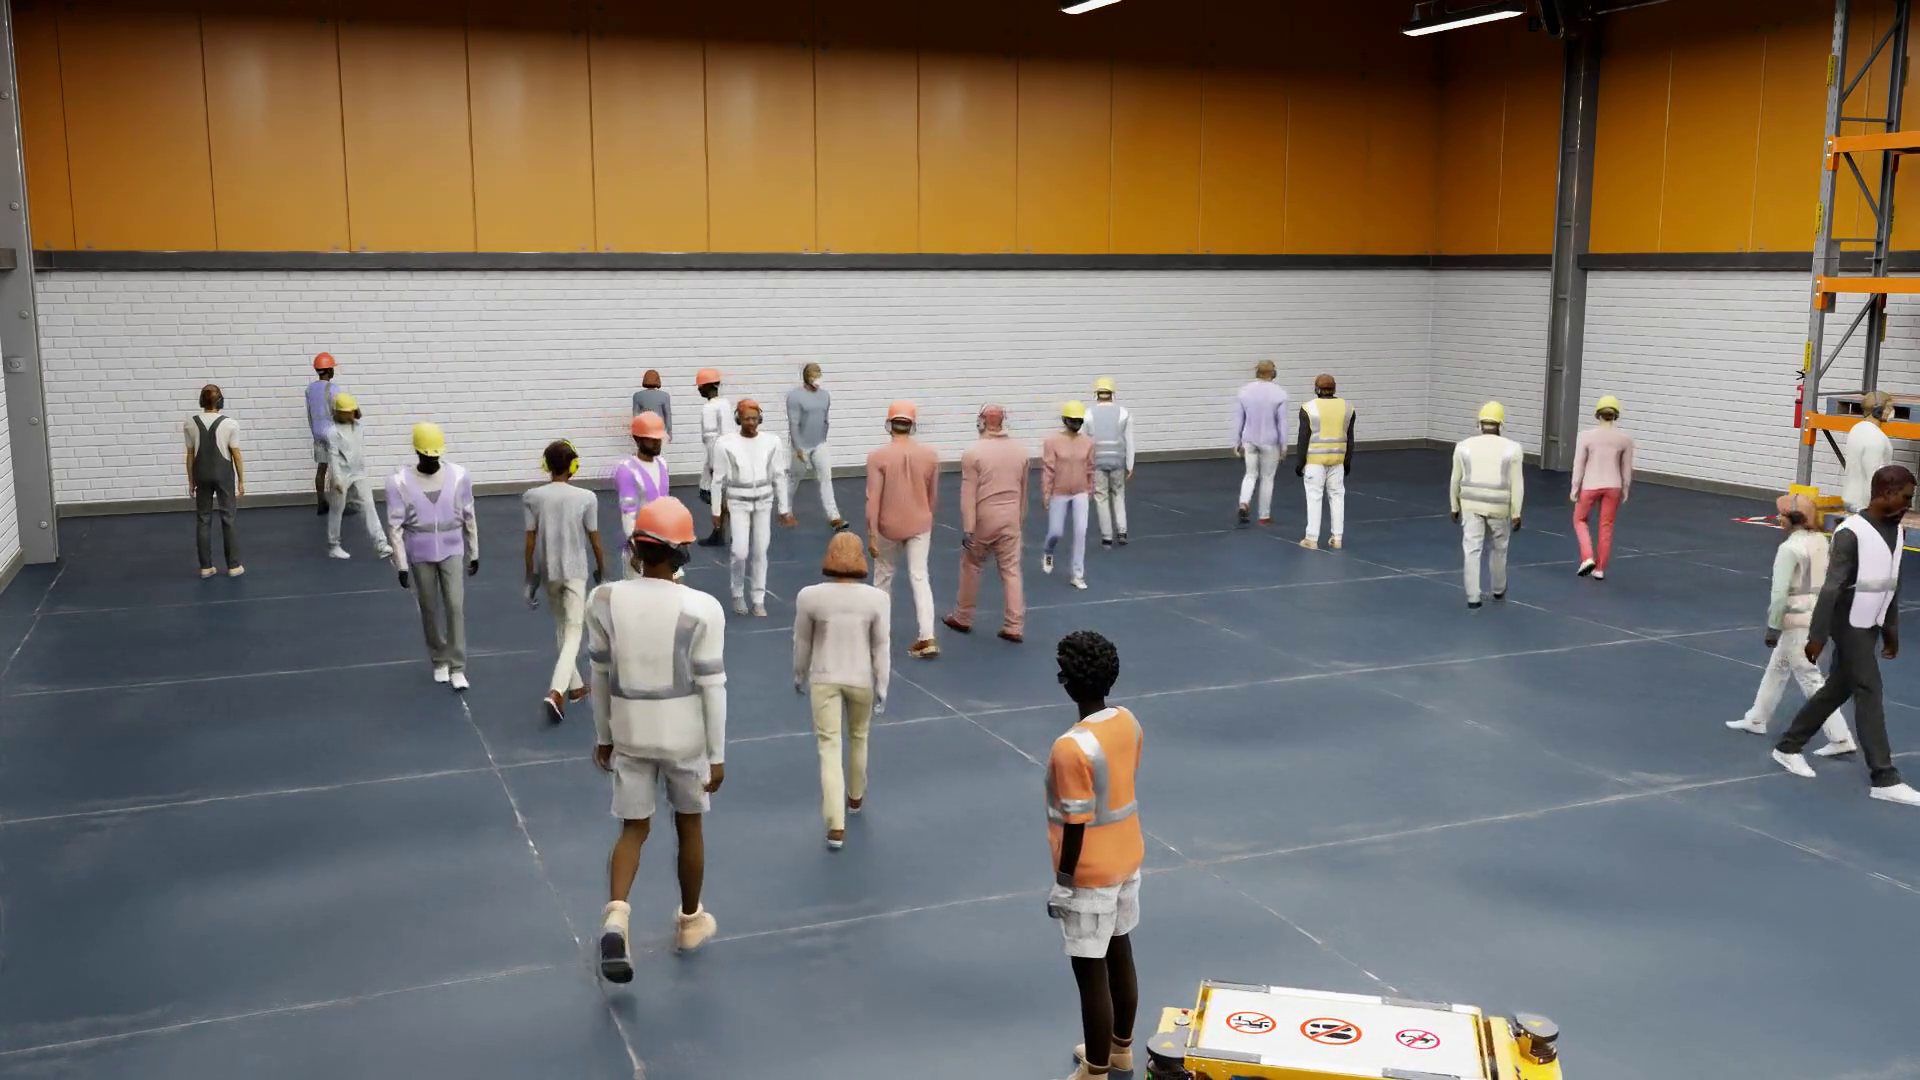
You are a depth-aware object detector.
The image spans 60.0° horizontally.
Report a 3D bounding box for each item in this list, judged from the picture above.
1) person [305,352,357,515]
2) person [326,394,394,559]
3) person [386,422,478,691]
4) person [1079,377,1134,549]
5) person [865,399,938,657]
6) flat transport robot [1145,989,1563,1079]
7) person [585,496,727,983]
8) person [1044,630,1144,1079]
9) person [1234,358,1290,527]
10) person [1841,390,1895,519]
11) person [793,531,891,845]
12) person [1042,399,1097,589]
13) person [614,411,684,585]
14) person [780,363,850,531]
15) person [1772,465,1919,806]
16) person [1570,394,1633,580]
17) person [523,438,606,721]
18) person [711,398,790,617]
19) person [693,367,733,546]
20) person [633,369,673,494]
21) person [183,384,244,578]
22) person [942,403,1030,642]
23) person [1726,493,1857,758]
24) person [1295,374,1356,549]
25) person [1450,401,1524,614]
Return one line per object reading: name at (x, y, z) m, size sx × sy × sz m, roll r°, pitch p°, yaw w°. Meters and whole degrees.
person at (-7.470, -1.247, 19.698) m, size 0.545 × 1.942 × 0.351 m, roll 5°, pitch 11°, yaw 27°
person at (-6.070, -0.618, 16.630) m, size 0.917 × 1.683 × 0.501 m, roll 5°, pitch 11°, yaw 27°
person at (-3.647, 0.117, 11.578) m, size 0.604 × 1.883 × 0.796 m, roll -4°, pitch 10°, yaw -22°
person at (1.527, -0.817, 17.518) m, size 0.590 × 1.795 × 0.562 m, roll 0°, pitch 9°, yaw -2°
person at (-0.436, -0.092, 12.727) m, size 0.614 × 1.952 × 0.986 m, roll -3°, pitch 10°, yaw -20°
flat transport robot at (1.412, 1.854, 5.960) m, size 1.431 × 0.197 × 0.652 m, roll 2°, pitch 10°, yaw 13°
person at (-1.270, 0.825, 6.919) m, size 0.622 × 2.019 × 0.797 m, roll 1°, pitch 9°, yaw 8°
person at (0.471, 1.154, 5.880) m, size 0.322 × 1.699 × 0.536 m, roll 5°, pitch 11°, yaw 29°
person at (3.384, -1.080, 18.746) m, size 0.650 × 1.923 × 0.579 m, roll 6°, pitch 11°, yaw 32°
person at (7.556, -0.282, 13.858) m, size 0.372 × 1.940 × 0.631 m, roll 2°, pitch 10°, yaw 12°
person at (-0.613, 0.743, 8.700) m, size 0.500 × 1.588 × 0.858 m, roll -1°, pitch 9°, yaw -9°
person at (0.994, -0.444, 15.412) m, size 0.535 × 1.744 × 0.624 m, roll -2°, pitch 10°, yaw -12°
person at (-2.180, 0.025, 12.096) m, size 0.848 × 1.902 × 0.565 m, roll 5°, pitch 11°, yaw 30°
person at (-1.676, -1.045, 18.682) m, size 0.635 × 1.885 × 1.071 m, roll -8°, pitch 13°, yaw -42°
person at (5.068, 0.498, 9.413) m, size 0.665 × 1.862 × 0.944 m, roll -7°, pitch 12°, yaw -36°
person at (6.032, -0.491, 15.660) m, size 0.556 × 1.752 × 0.357 m, roll 1°, pitch 9°, yaw 6°
person at (-2.619, 0.246, 10.992) m, size 0.528 × 1.837 × 0.918 m, roll 1°, pitch 9°, yaw 5°
person at (-1.763, -0.265, 13.977) m, size 0.616 × 1.866 × 0.413 m, roll -4°, pitch 10°, yaw -21°
person at (-2.506, -0.855, 17.413) m, size 0.581 × 1.914 × 0.543 m, roll 3°, pitch 10°, yaw 18°
person at (-3.958, -1.383, 21.456) m, size 0.507 × 1.630 × 0.268 m, roll 0°, pitch 9°, yaw 3°
person at (-7.078, -0.556, 15.822) m, size 0.505 × 1.842 × 0.346 m, roll -2°, pitch 10°, yaw -10°
person at (0.205, -0.151, 13.277) m, size 0.672 × 1.866 × 0.913 m, roll -6°, pitch 11°, yaw -31°
person at (5.143, 0.503, 10.162) m, size 0.532 × 1.588 × 0.865 m, roll -8°, pitch 12°, yaw -39°
person at (3.807, -0.820, 17.422) m, size 0.634 × 1.839 × 0.429 m, roll -2°, pitch 10°, yaw -12°
person at (4.566, -0.299, 14.381) m, size 0.621 × 1.792 × 0.872 m, roll 4°, pitch 10°, yaw 25°
